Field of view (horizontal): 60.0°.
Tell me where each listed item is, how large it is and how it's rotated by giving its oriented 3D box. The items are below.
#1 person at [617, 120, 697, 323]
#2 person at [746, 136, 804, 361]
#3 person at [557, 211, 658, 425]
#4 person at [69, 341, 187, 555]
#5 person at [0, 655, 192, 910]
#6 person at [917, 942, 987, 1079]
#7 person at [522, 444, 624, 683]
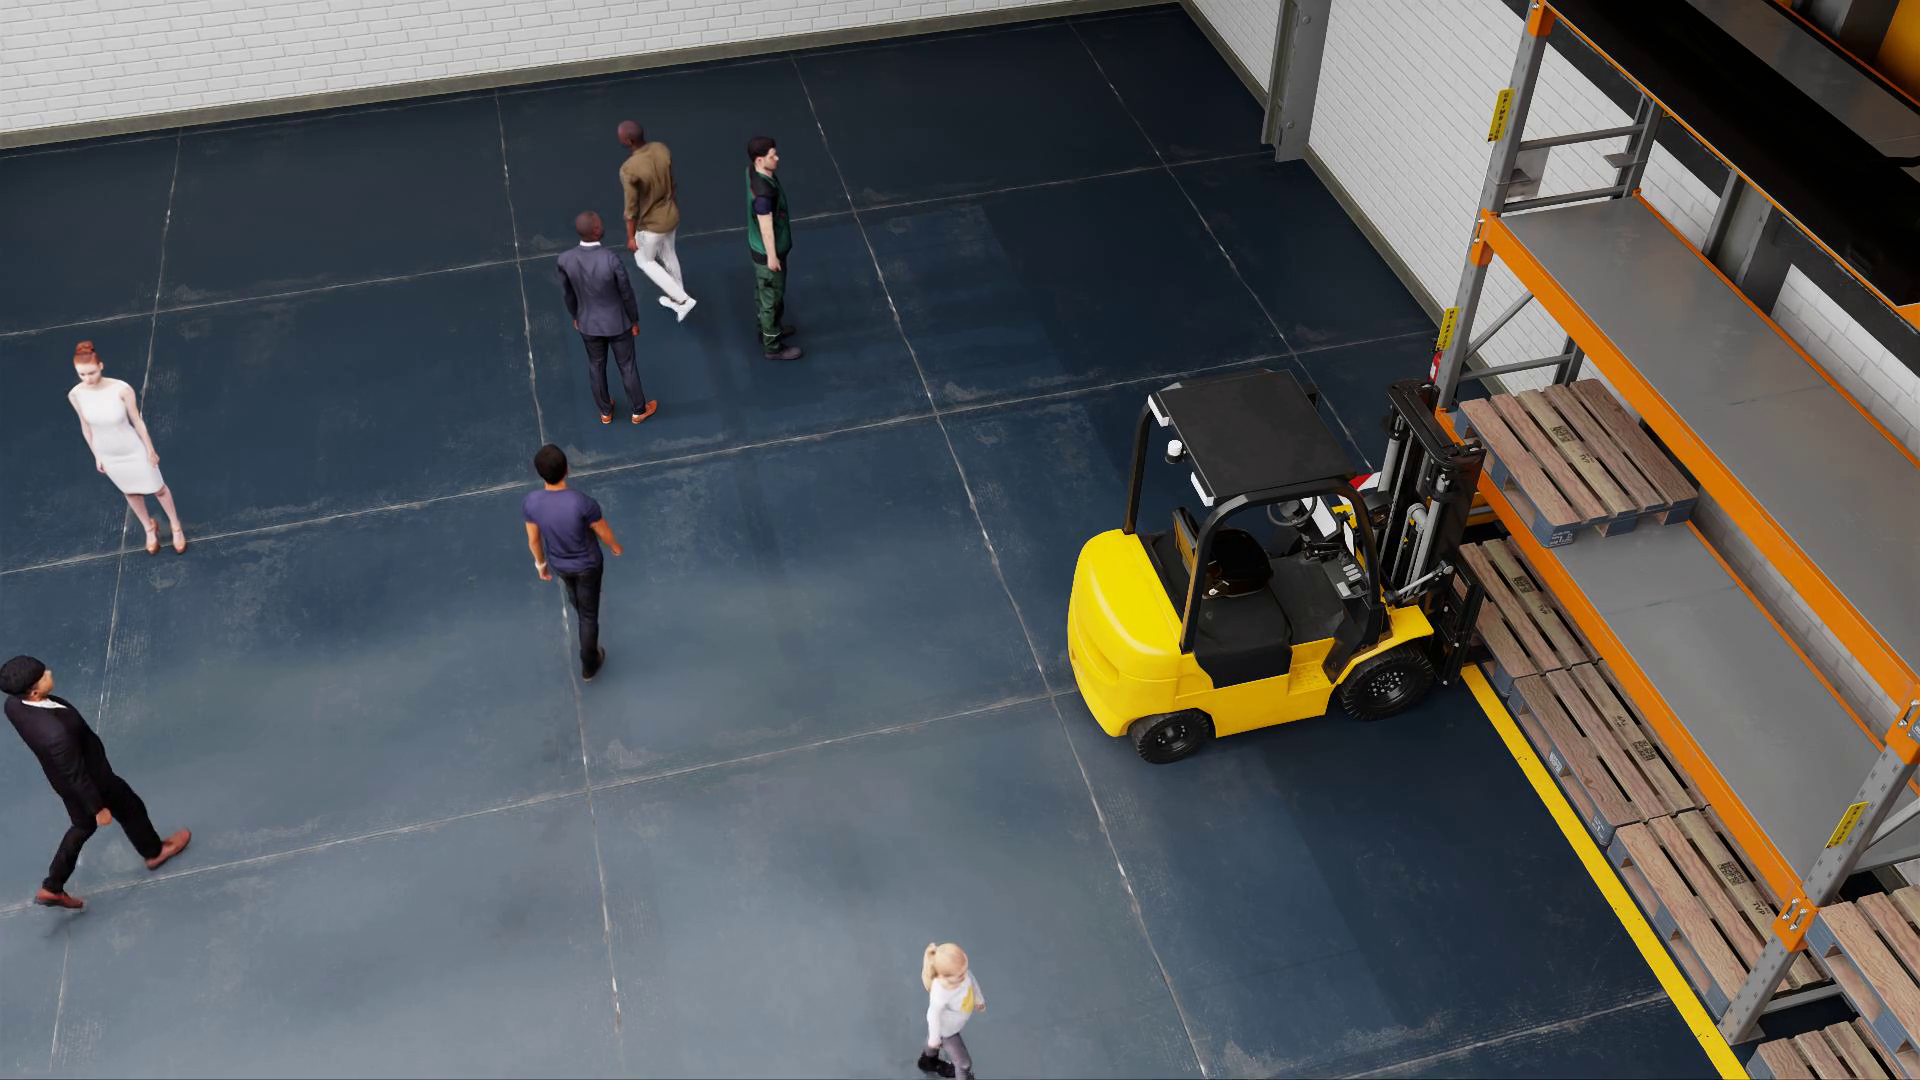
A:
[{"bbox_3d":[-2.384,-2.496,13.254,1.012,1.803,0.957,28,50,26],"label":"person"},{"bbox_3d":[-1.494,-2.285,12.964,0.733,1.899,0.502,-9,44,-10],"label":"person"},{"bbox_3d":[-2.628,-1.621,12.320,0.779,1.825,0.757,6,44,6],"label":"person"},{"bbox_3d":[-5.650,-0.605,11.276,0.576,1.794,0.518,-6,44,-6],"label":"person"},{"bbox_3d":[-4.931,1.365,9.160,1.174,1.860,1.160,29,51,27],"label":"person"},{"bbox_3d":[-0.118,2.421,8.487,0.785,1.260,0.777,12,45,12],"label":"person"},{"bbox_3d":[-2.435,0.193,10.459,0.880,1.766,1.065,5,44,5],"label":"person"}]
